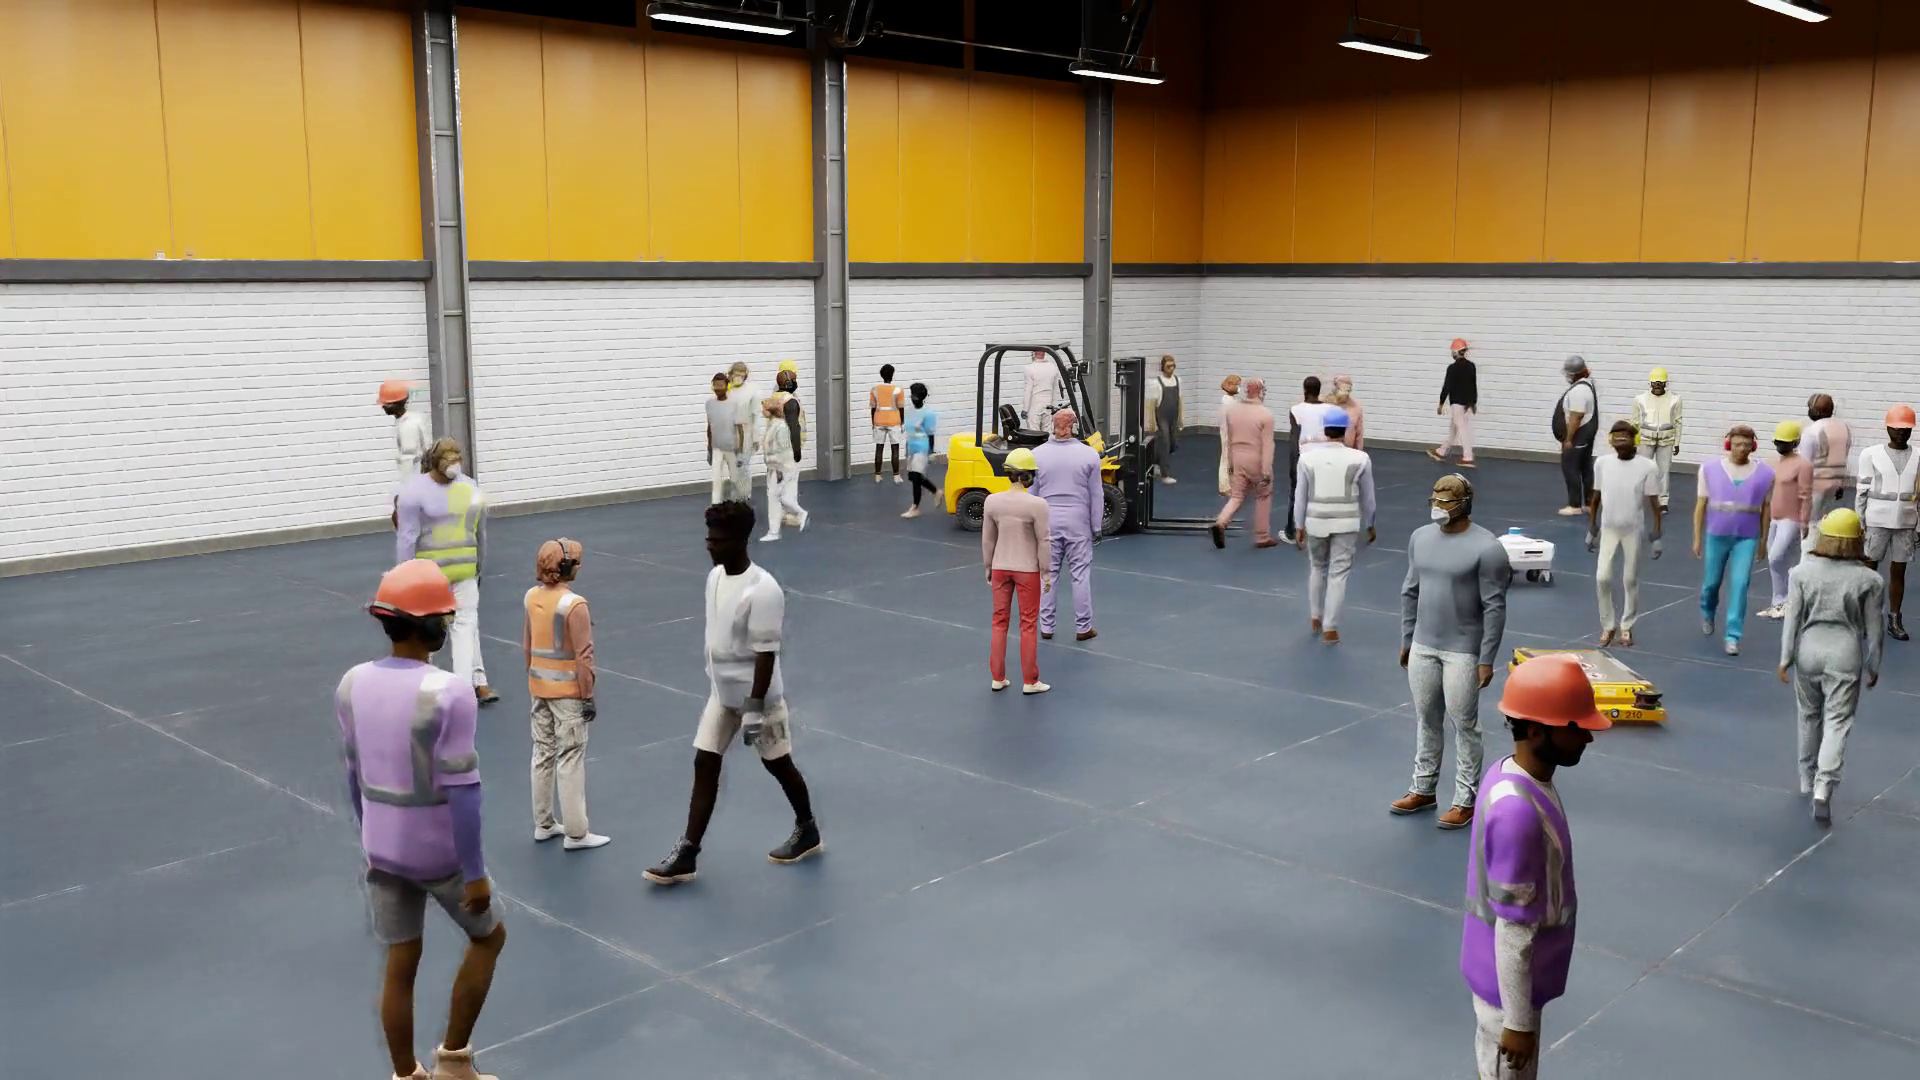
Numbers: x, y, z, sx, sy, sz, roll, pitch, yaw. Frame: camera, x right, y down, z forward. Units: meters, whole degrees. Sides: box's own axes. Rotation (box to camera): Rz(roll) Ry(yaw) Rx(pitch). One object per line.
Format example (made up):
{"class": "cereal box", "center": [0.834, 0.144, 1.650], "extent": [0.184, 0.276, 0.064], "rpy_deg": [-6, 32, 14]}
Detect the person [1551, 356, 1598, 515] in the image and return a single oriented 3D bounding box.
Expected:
{"class": "person", "center": [7.627, -1.328, 20.569], "extent": [0.585, 2.000, 0.802], "rpy_deg": [5, 11, 29]}

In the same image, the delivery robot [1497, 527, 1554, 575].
{"class": "delivery robot", "center": [5.303, 0.122, 15.931], "extent": [0.707, 0.478, 0.477], "rpy_deg": [-1, 9, -7]}

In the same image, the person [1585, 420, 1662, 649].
{"class": "person", "center": [5.286, -0.038, 13.274], "extent": [0.592, 1.837, 0.662], "rpy_deg": [6, 11, 31]}

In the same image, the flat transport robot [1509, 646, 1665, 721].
{"class": "flat transport robot", "center": [4.394, 0.995, 11.738], "extent": [0.652, 0.197, 1.431], "rpy_deg": [1, 9, 3]}

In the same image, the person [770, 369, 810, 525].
{"class": "person", "center": [-2.033, -1.101, 19.781], "extent": [0.429, 1.847, 0.627], "rpy_deg": [-5, 11, -29]}

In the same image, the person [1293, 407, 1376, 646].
{"class": "person", "center": [3.082, -0.129, 13.572], "extent": [0.623, 1.914, 0.815], "rpy_deg": [5, 10, 26]}

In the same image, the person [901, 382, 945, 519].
{"class": "person", "center": [-0.432, -1.103, 20.269], "extent": [0.615, 1.672, 0.533], "rpy_deg": [-6, 11, -32]}

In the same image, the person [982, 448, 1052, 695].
{"class": "person", "center": [0.416, 0.223, 11.906], "extent": [0.532, 1.765, 0.323], "rpy_deg": [5, 11, 28]}

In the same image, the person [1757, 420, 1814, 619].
{"class": "person", "center": [7.090, -0.166, 14.351], "extent": [0.404, 1.741, 0.573], "rpy_deg": [-2, 10, -15]}

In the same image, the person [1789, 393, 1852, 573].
{"class": "person", "center": [8.393, -0.524, 16.280], "extent": [0.654, 1.829, 0.437], "rpy_deg": [-4, 10, -25]}

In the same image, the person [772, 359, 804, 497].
{"class": "person", "center": [-2.297, -1.488, 22.181], "extent": [0.404, 1.835, 0.587], "rpy_deg": [-3, 10, -20]}

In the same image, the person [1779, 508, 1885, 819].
{"class": "person", "center": [4.874, 0.674, 9.326], "extent": [0.493, 1.711, 0.847], "rpy_deg": [7, 11, 35]}

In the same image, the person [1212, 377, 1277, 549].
{"class": "person", "center": [3.103, -0.816, 17.931], "extent": [0.819, 1.875, 0.652], "rpy_deg": [-8, 12, -41]}

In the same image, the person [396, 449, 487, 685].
{"class": "person", "center": [-3.640, 0.247, 11.679], "extent": [0.652, 1.793, 0.928], "rpy_deg": [-5, 11, -29]}

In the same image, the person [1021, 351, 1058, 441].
{"class": "person", "center": [1.174, -2.017, 25.202], "extent": [0.653, 1.906, 0.405], "rpy_deg": [-7, 12, -38]}

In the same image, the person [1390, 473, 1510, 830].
{"class": "person", "center": [2.661, 0.596, 9.082], "extent": [0.361, 1.939, 0.635], "rpy_deg": [-7, 11, -36]}

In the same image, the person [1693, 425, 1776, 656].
{"class": "person", "center": [6.177, -0.031, 13.322], "extent": [0.570, 1.819, 0.787], "rpy_deg": [4, 10, 21]}

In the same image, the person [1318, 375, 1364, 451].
{"class": "person", "center": [4.211, -0.950, 18.824], "extent": [0.664, 1.864, 0.863], "rpy_deg": [-2, 10, -14]}

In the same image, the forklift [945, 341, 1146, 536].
{"class": "forklift", "center": [0.977, -1.223, 19.452], "extent": [2.313, 2.155, 1.214], "rpy_deg": [2, 9, 11]}

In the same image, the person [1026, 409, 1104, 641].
{"class": "person", "center": [0.866, -0.123, 13.613], "extent": [0.636, 1.902, 0.406], "rpy_deg": [2, 10, 14]}

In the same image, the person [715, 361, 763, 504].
{"class": "person", "center": [-2.749, -1.269, 20.675], "extent": [0.636, 1.905, 0.603], "rpy_deg": [4, 10, 24]}

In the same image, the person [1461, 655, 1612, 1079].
{"class": "person", "center": [1.668, 1.281, 4.890], "extent": [0.374, 1.935, 0.552], "rpy_deg": [3, 10, 19]}

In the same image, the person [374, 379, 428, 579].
{"class": "person", "center": [-5.294, -0.560, 16.035], "extent": [0.802, 1.978, 0.638], "rpy_deg": [-4, 10, -25]}

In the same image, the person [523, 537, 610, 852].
{"class": "person", "center": [-2.090, 0.805, 8.715], "extent": [0.516, 1.640, 0.314], "rpy_deg": [8, 12, 40]}

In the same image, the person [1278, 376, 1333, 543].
{"class": "person", "center": [3.830, -0.845, 18.153], "extent": [0.602, 1.859, 0.894], "rpy_deg": [-2, 9, -12]}

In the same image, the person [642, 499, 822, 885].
{"class": "person", "center": [-1.095, 0.742, 8.269], "extent": [0.998, 1.913, 0.622], "rpy_deg": [-8, 12, -39]}

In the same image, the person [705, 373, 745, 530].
{"class": "person", "center": [-2.756, -1.070, 19.694], "extent": [0.541, 1.839, 0.953], "rpy_deg": [2, 10, 14]}

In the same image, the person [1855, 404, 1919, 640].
{"class": "person", "center": [7.626, -0.143, 13.618], "extent": [0.545, 1.938, 0.359], "rpy_deg": [2, 10, 13]}

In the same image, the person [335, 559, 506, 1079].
{"class": "person", "center": [-1.867, 1.068, 5.902], "extent": [0.635, 2.029, 0.524], "rpy_deg": [4, 10, 25]}

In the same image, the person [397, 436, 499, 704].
{"class": "person", "center": [-3.550, 0.233, 11.496], "extent": [0.800, 1.896, 0.662], "rpy_deg": [8, 12, 40]}

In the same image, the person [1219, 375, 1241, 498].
{"class": "person", "center": [3.598, -1.383, 22.155], "extent": [0.289, 1.632, 0.497], "rpy_deg": [3, 10, 19]}

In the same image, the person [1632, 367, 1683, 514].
{"class": "person", "center": [8.638, -1.232, 20.649], "extent": [0.589, 1.827, 0.403], "rpy_deg": [3, 10, 18]}

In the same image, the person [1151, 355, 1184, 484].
{"class": "person", "center": [2.902, -1.722, 23.637], "extent": [0.526, 1.828, 0.632], "rpy_deg": [-5, 11, -30]}

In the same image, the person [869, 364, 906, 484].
{"class": "person", "center": [-1.024, -1.636, 23.540], "extent": [0.535, 1.695, 0.319], "rpy_deg": [3, 10, 17]}

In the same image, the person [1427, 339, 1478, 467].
{"class": "person", "center": [7.614, -2.128, 25.734], "extent": [0.652, 1.946, 0.981], "rpy_deg": [-7, 12, -38]}

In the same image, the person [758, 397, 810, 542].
{"class": "person", "center": [-1.982, -0.795, 18.612], "extent": [0.598, 1.617, 0.517], "rpy_deg": [-5, 10, -27]}
